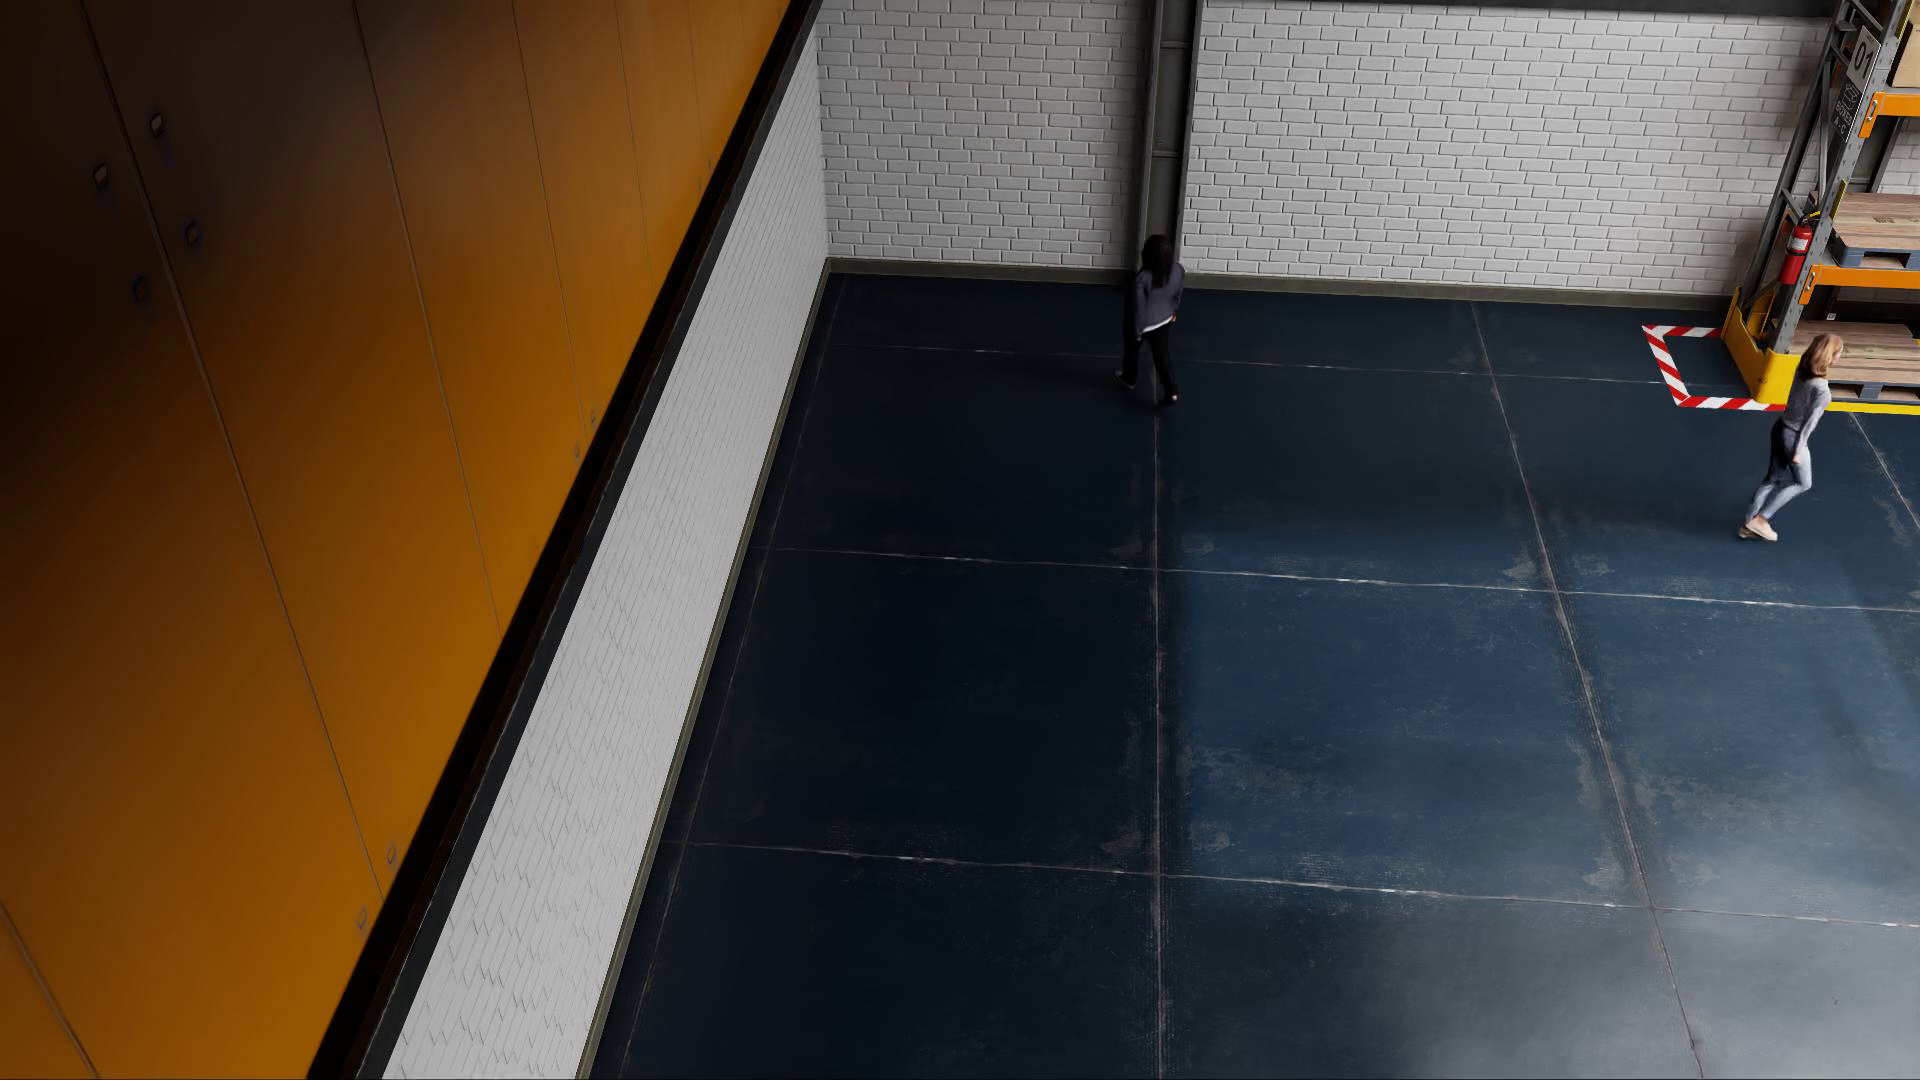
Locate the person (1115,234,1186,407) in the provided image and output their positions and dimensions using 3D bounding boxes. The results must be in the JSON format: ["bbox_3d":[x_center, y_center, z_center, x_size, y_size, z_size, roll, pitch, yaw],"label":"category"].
[{"bbox_3d":[1.640,-1.827,14.014,1.079,1.579,1.063,-18,42,-21],"label":"person"}]

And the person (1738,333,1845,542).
[{"bbox_3d":[6.153,-0.754,12.514,0.598,1.775,0.625,3,39,4],"label":"person"}]
